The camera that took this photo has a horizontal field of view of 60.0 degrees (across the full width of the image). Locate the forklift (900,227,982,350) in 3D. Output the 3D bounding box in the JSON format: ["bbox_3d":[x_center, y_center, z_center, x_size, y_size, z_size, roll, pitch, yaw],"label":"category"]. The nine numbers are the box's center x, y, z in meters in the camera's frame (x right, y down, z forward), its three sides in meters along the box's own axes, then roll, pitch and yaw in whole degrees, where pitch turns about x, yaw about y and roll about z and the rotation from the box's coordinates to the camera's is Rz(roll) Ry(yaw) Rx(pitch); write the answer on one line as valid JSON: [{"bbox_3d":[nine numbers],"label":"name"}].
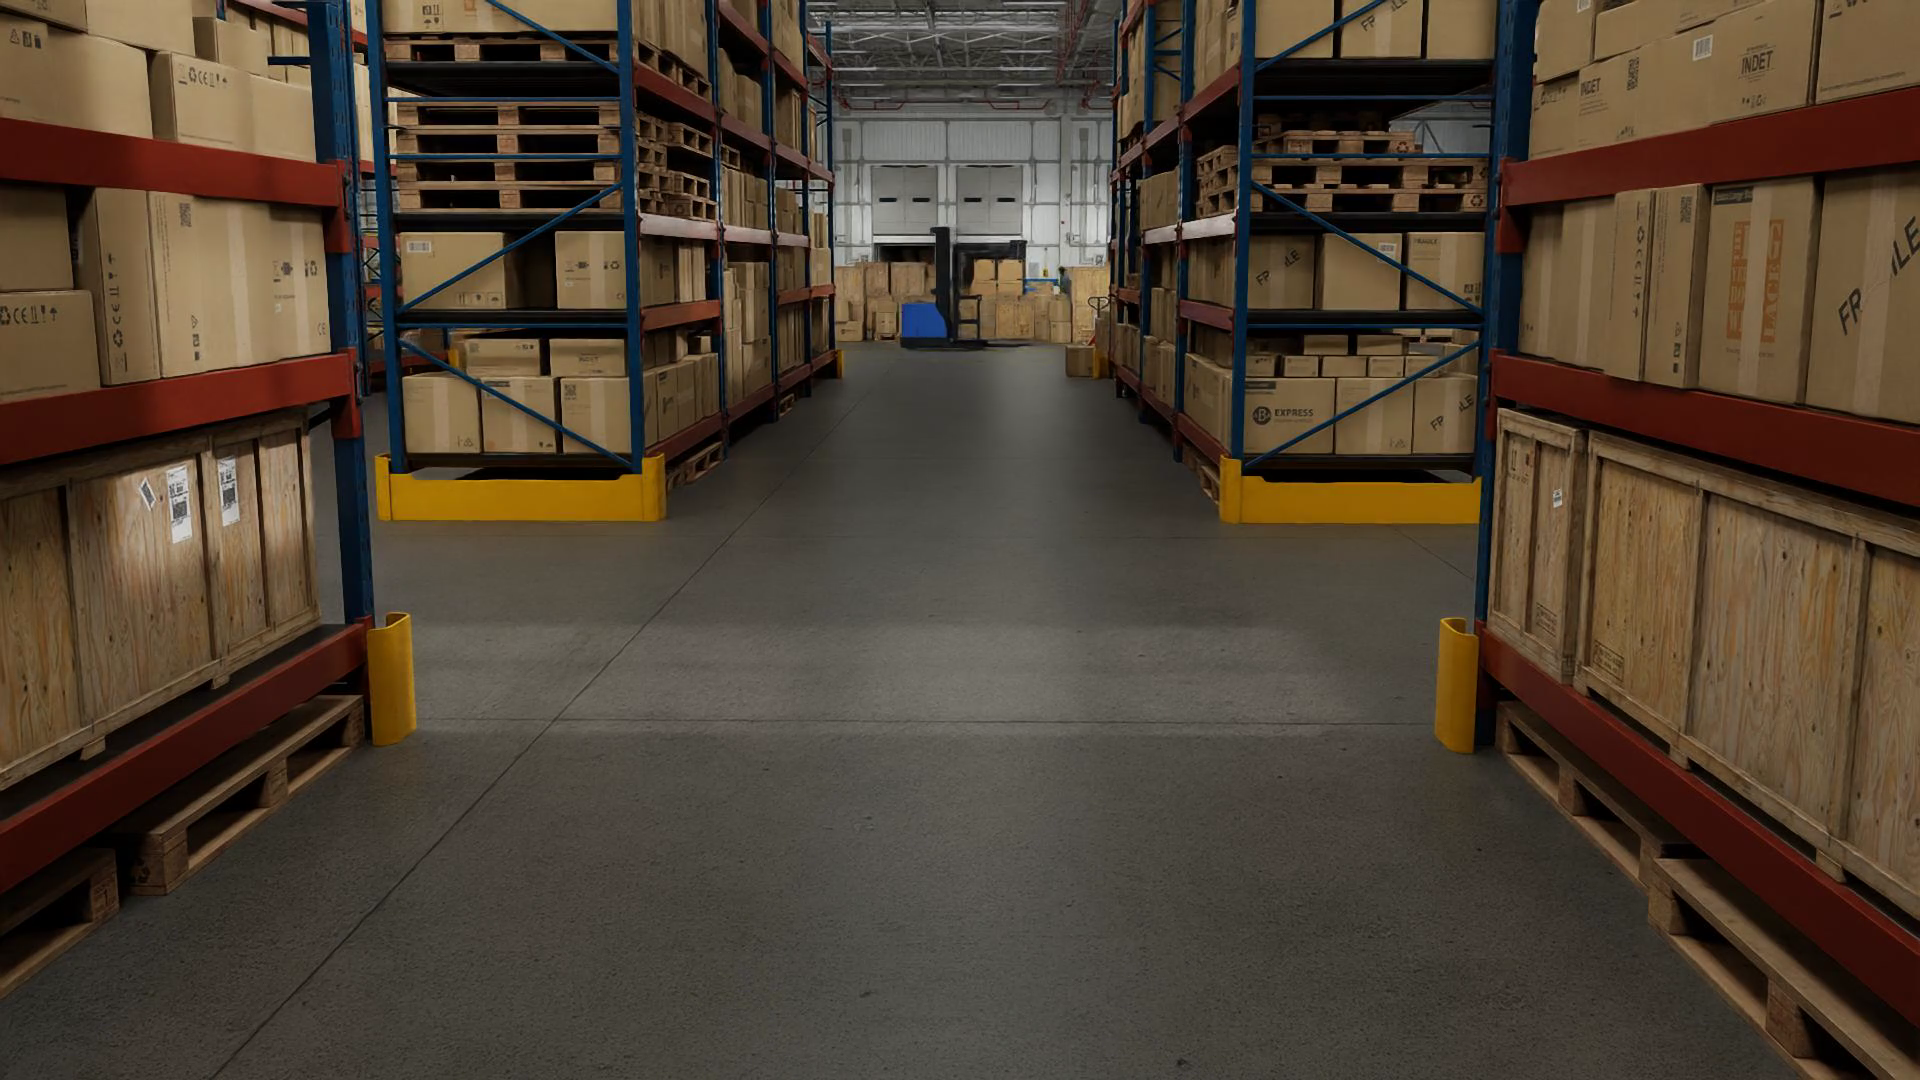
[{"bbox_3d":[-0.421,-5.798,38.289,1.873,2.768,1.129,0,9,1],"label":"forklift"}]

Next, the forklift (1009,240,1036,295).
[{"bbox_3d":[2.104,-9.416,59.963,1.873,2.768,1.129,-4,10,-21],"label":"forklift"}]

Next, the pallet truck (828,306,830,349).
[{"bbox_3d":[-3.100,-3.940,29.800,1.885,1.965,0.823,3,10,19],"label":"pallet truck"}]

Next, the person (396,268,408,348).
[{"bbox_3d":[-10.638,-4.211,31.543,0.495,1.957,0.724,-4,10,-21],"label":"person"}]

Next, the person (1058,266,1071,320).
[{"bbox_3d":[3.450,-8.018,54.456,0.511,1.920,0.656,-2,10,-13],"label":"person"}]
